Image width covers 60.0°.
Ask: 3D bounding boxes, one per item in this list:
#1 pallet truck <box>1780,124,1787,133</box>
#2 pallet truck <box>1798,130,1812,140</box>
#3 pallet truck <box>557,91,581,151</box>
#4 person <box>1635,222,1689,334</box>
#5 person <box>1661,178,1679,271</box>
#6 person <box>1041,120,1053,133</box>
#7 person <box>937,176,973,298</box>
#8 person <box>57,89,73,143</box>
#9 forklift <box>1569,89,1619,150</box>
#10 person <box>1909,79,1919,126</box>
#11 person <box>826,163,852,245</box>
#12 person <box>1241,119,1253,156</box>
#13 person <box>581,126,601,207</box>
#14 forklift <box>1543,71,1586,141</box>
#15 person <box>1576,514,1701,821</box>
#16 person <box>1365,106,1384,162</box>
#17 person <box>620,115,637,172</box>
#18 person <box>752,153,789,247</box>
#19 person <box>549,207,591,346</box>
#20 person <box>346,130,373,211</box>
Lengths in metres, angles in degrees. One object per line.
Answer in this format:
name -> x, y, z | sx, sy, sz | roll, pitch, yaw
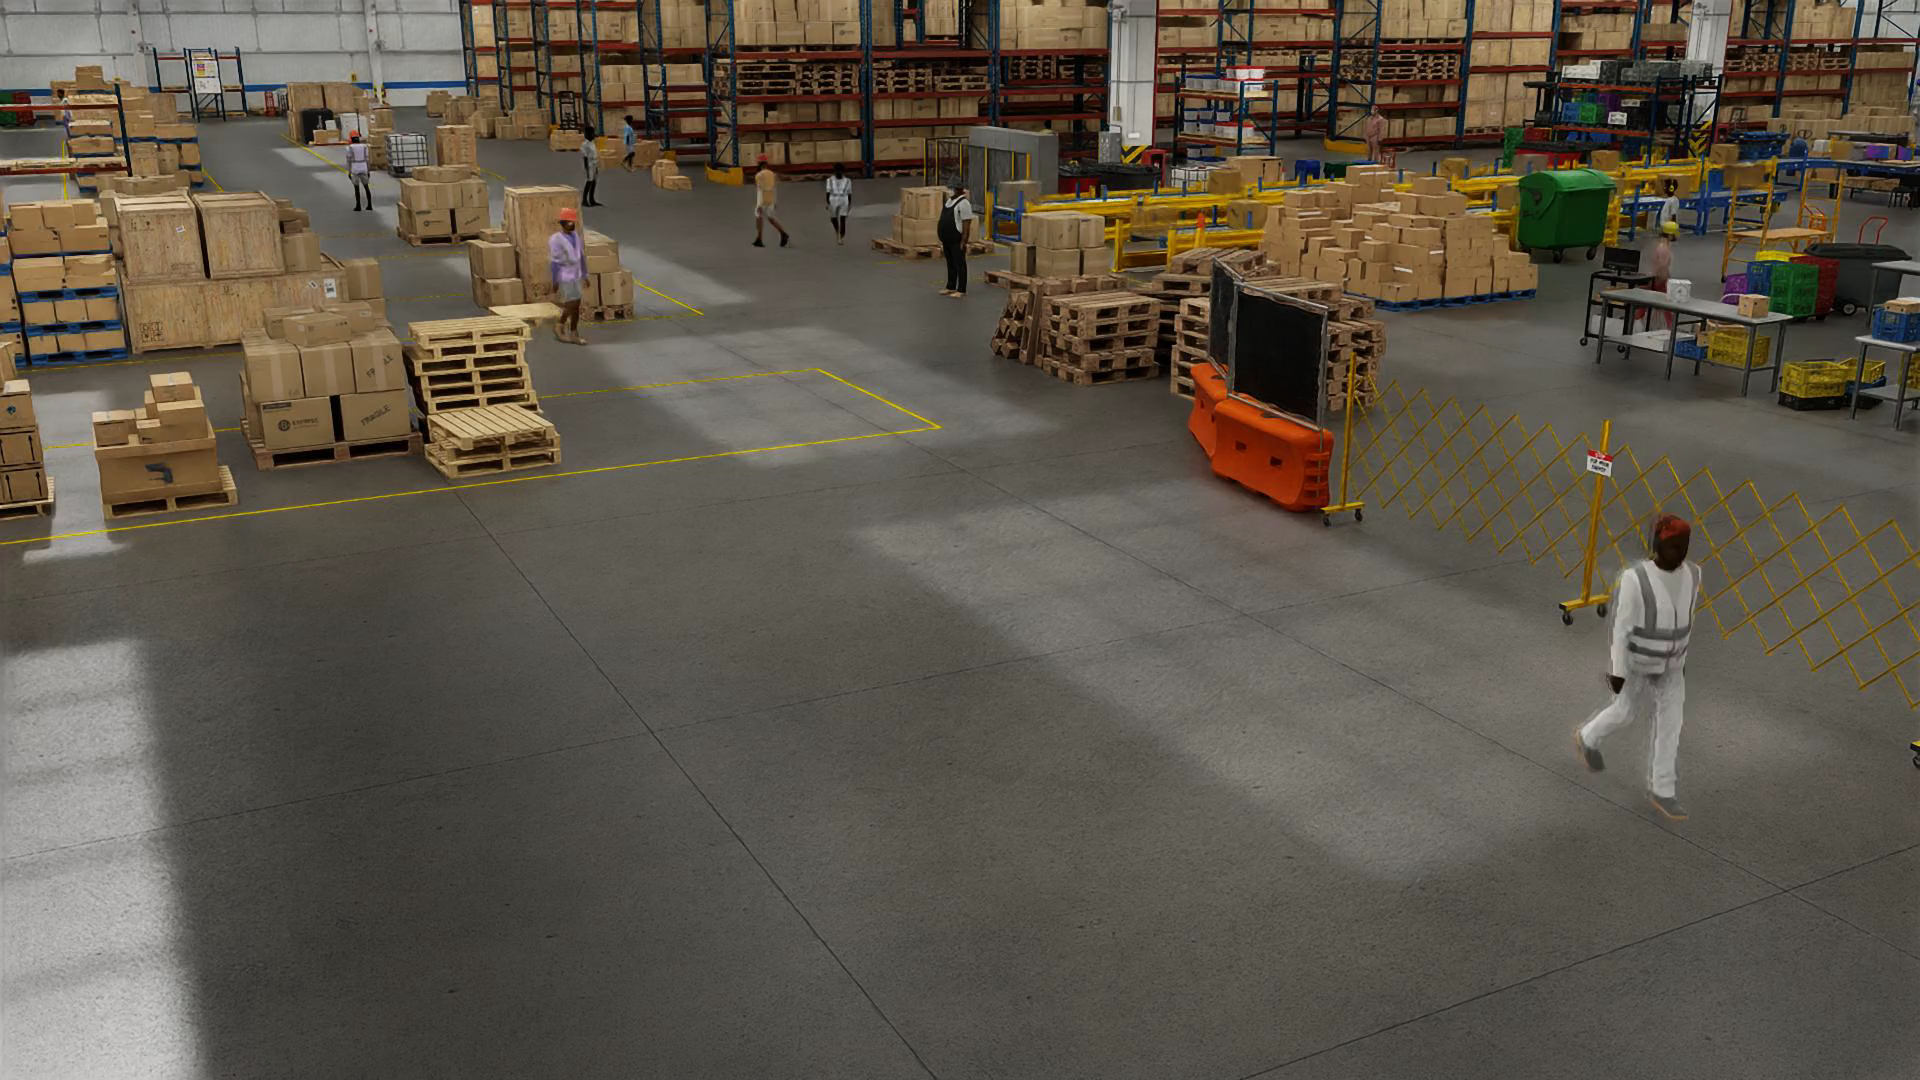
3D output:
pallet truck -> 25.206, -12.542, 52.601 | 1.601, 1.201, 0.680 | 0, 18, -2
pallet truck -> 25.526, -11.556, 49.408 | 1.630, 1.274, 0.653 | -9, 20, -26
pallet truck -> -13.495, -14.412, 57.188 | 0.823, 1.965, 1.885 | -3, 18, -9
person -> 10.482, -3.847, 24.685 | 0.867, 1.725, 0.528 | 10, 20, 29
person -> 12.524, -5.462, 29.494 | 0.311, 1.869, 0.534 | 4, 18, 13
person -> 2.475, -11.276, 47.951 | 0.831, 1.660, 0.533 | -12, 22, -34
person -> -0.125, -5.129, 28.179 | 0.539, 2.000, 0.689 | -10, 20, -28
person -> -32.366, -15.342, 60.235 | 0.390, 1.910, 0.583 | -15, 23, -39
forklift -> 21.805, -14.717, 56.716 | 1.873, 2.768, 1.129 | -9, 20, -27
person -> 39.729, -18.180, 69.114 | 0.679, 1.874, 0.998 | 0, 18, -1
person -> -2.508, -7.021, 34.653 | 0.544, 1.678, 0.672 | 1, 18, 2
person -> 7.748, -10.656, 45.778 | 0.764, 1.803, 0.616 | -8, 20, -24
person -> -9.150, -9.186, 41.002 | 0.432, 1.952, 0.655 | 1, 18, 2
forklift -> 18.685, -13.231, 52.085 | 1.873, 2.768, 1.129 | -9, 20, -26
person -> 4.228, 0.715, 10.272 | 0.585, 1.854, 0.905 | -5, 18, -15
person -> 12.459, -12.123, 50.199 | 0.401, 1.907, 0.646 | -11, 21, -30
person -> -9.942, -11.879, 49.802 | 0.434, 1.681, 0.551 | -1, 18, -3
person -> -3.917, -6.938, 34.045 | 0.828, 1.911, 0.544 | 12, 22, 34
person -> -5.635, -3.810, 24.104 | 0.449, 2.027, 0.606 | 9, 20, 27
person -> -14.558, -8.939, 40.247 | 0.542, 1.928, 0.399 | -14, 23, -37
